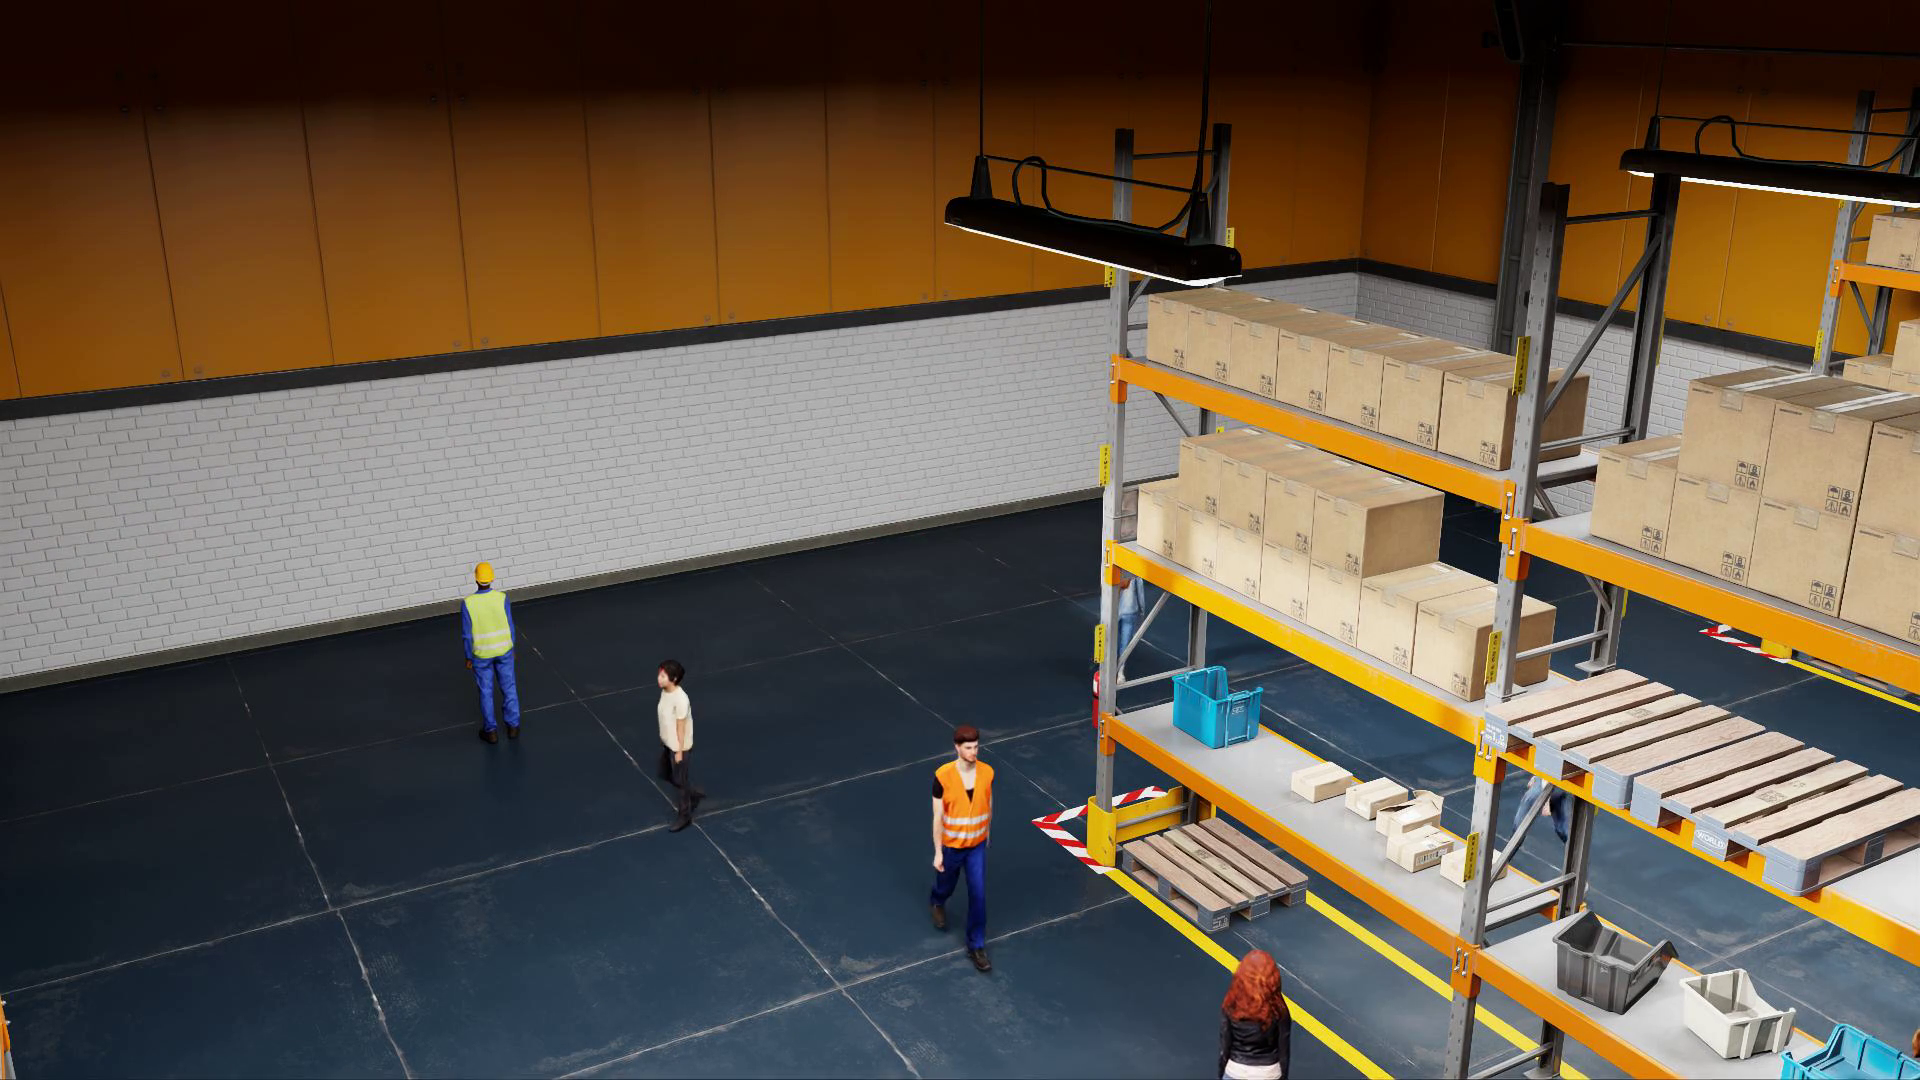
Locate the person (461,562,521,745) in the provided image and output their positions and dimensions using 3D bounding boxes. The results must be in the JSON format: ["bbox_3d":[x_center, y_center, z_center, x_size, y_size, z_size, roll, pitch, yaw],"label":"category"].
[{"bbox_3d":[-4.517,1.070,16.019,0.658,1.813,0.567,-10,21,-27],"label":"person"}]

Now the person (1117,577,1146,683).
[{"bbox_3d":[1.703,0.793,17.410,0.994,1.451,1.015,6,20,18],"label":"person"}]

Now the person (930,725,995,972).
[{"bbox_3d":[-0.026,2.234,12.495,0.841,1.856,1.227,-6,19,-16],"label":"person"}]

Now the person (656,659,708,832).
[{"bbox_3d":[-2.383,1.755,14.352,0.666,1.579,0.599,-12,22,-31],"label":"person"}]

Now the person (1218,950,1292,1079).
[{"bbox_3d":[1.707,3.199,9.735,0.660,1.789,0.726,6,19,17],"label":"person"}]
